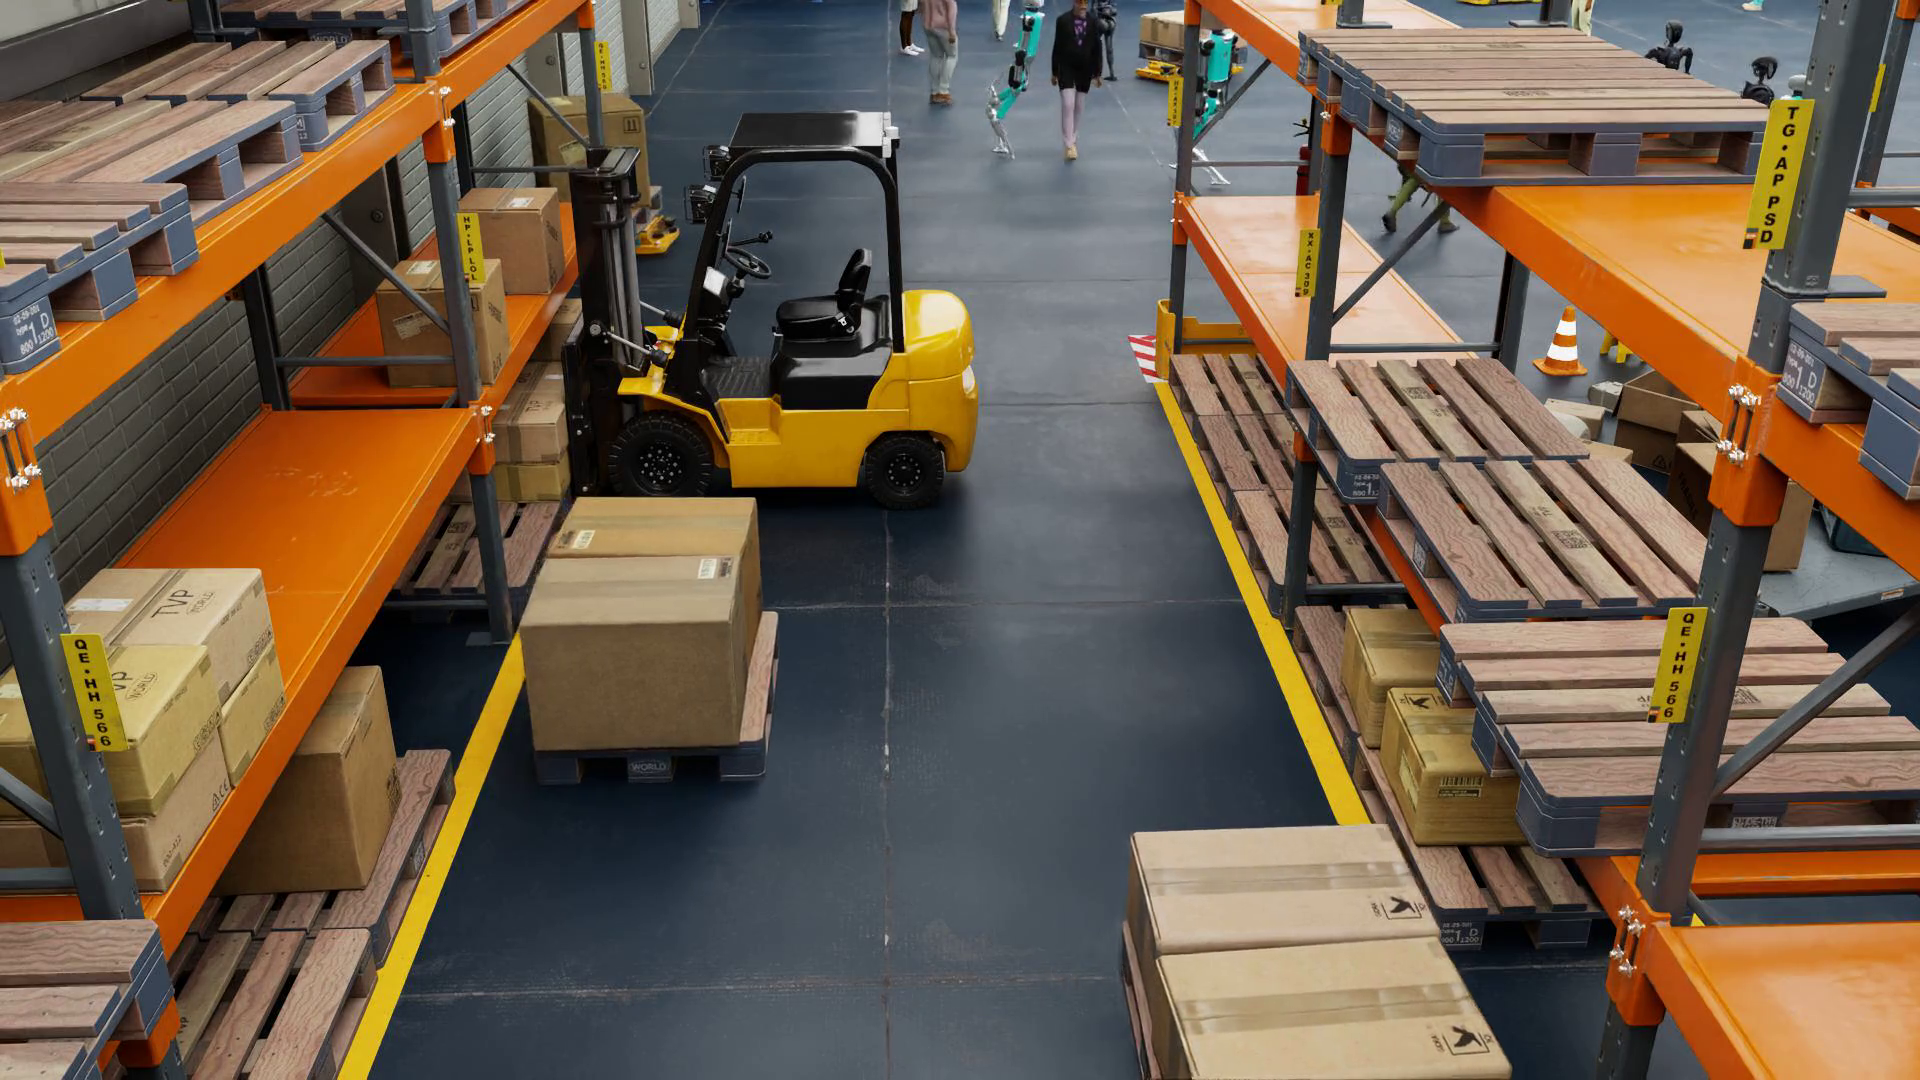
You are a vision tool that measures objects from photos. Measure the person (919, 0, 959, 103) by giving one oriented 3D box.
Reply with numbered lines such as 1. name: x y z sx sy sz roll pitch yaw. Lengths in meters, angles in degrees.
1. person: -0.275 -6.519 21.179 0.657 1.921 0.424 21 32 37

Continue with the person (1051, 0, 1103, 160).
1. person: 1.311 -5.122 18.327 0.552 1.820 0.876 -5 26 -10

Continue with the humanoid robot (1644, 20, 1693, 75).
1. humanoid robot: 7.338 -4.612 17.423 0.602 1.635 0.402 -2 25 -5

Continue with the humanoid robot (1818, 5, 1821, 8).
1. humanoid robot: 15.513 -10.199 29.264 0.608 1.642 0.489 -22 33 -39

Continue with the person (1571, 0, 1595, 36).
1. person: 8.908 -7.712 23.737 0.398 1.893 0.532 -4 26 -8

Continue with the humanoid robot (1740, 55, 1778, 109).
1. humanoid robot: 7.362 -3.676 15.490 0.510 1.642 0.585 8 27 17

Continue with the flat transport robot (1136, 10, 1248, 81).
1. flat transport robot: 3.235 -6.648 23.381 1.431 0.231 0.659 -16 30 -30

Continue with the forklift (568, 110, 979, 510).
1. forklift: -1.043 -1.379 9.976 2.313 2.155 1.214 -1 25 -2

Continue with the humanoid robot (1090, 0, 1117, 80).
1. humanoid robot: 1.947 -7.181 22.875 0.561 1.634 0.601 16 30 30

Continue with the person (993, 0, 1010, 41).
1. person: 0.675 -8.777 26.218 0.574 1.690 0.918 2 25 4

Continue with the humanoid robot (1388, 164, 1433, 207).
1. humanoid robot: 4.554 -4.143 16.442 0.597 1.629 0.601 21 32 37

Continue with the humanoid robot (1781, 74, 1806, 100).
1. humanoid robot: 7.102 -2.869 13.754 0.856 1.860 0.546 14 29 28

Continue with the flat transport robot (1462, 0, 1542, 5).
1. flat transport robot: 9.832 -9.912 30.293 1.431 0.231 0.659 -7 26 -14

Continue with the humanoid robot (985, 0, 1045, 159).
1. humanoid robot: 0.525 -5.083 18.419 0.783 1.824 0.552 6 26 13

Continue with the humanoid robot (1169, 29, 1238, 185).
1. humanoid robot: 2.435 -4.537 17.236 1.034 1.757 0.545 22 33 39

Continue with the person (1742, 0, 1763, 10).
1. person: 14.071 -10.299 29.215 0.374 1.903 0.501 9 27 17

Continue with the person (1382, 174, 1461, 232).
1. person: 4.356 -3.666 15.402 0.787 1.685 0.451 -15 29 -29

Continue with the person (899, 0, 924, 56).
1. person: -0.752 -8.235 24.835 0.376 1.899 0.542 7 26 14

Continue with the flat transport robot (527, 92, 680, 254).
1. flat transport robot: -3.346 -2.800 15.234 1.431 0.231 0.659 2 25 4
